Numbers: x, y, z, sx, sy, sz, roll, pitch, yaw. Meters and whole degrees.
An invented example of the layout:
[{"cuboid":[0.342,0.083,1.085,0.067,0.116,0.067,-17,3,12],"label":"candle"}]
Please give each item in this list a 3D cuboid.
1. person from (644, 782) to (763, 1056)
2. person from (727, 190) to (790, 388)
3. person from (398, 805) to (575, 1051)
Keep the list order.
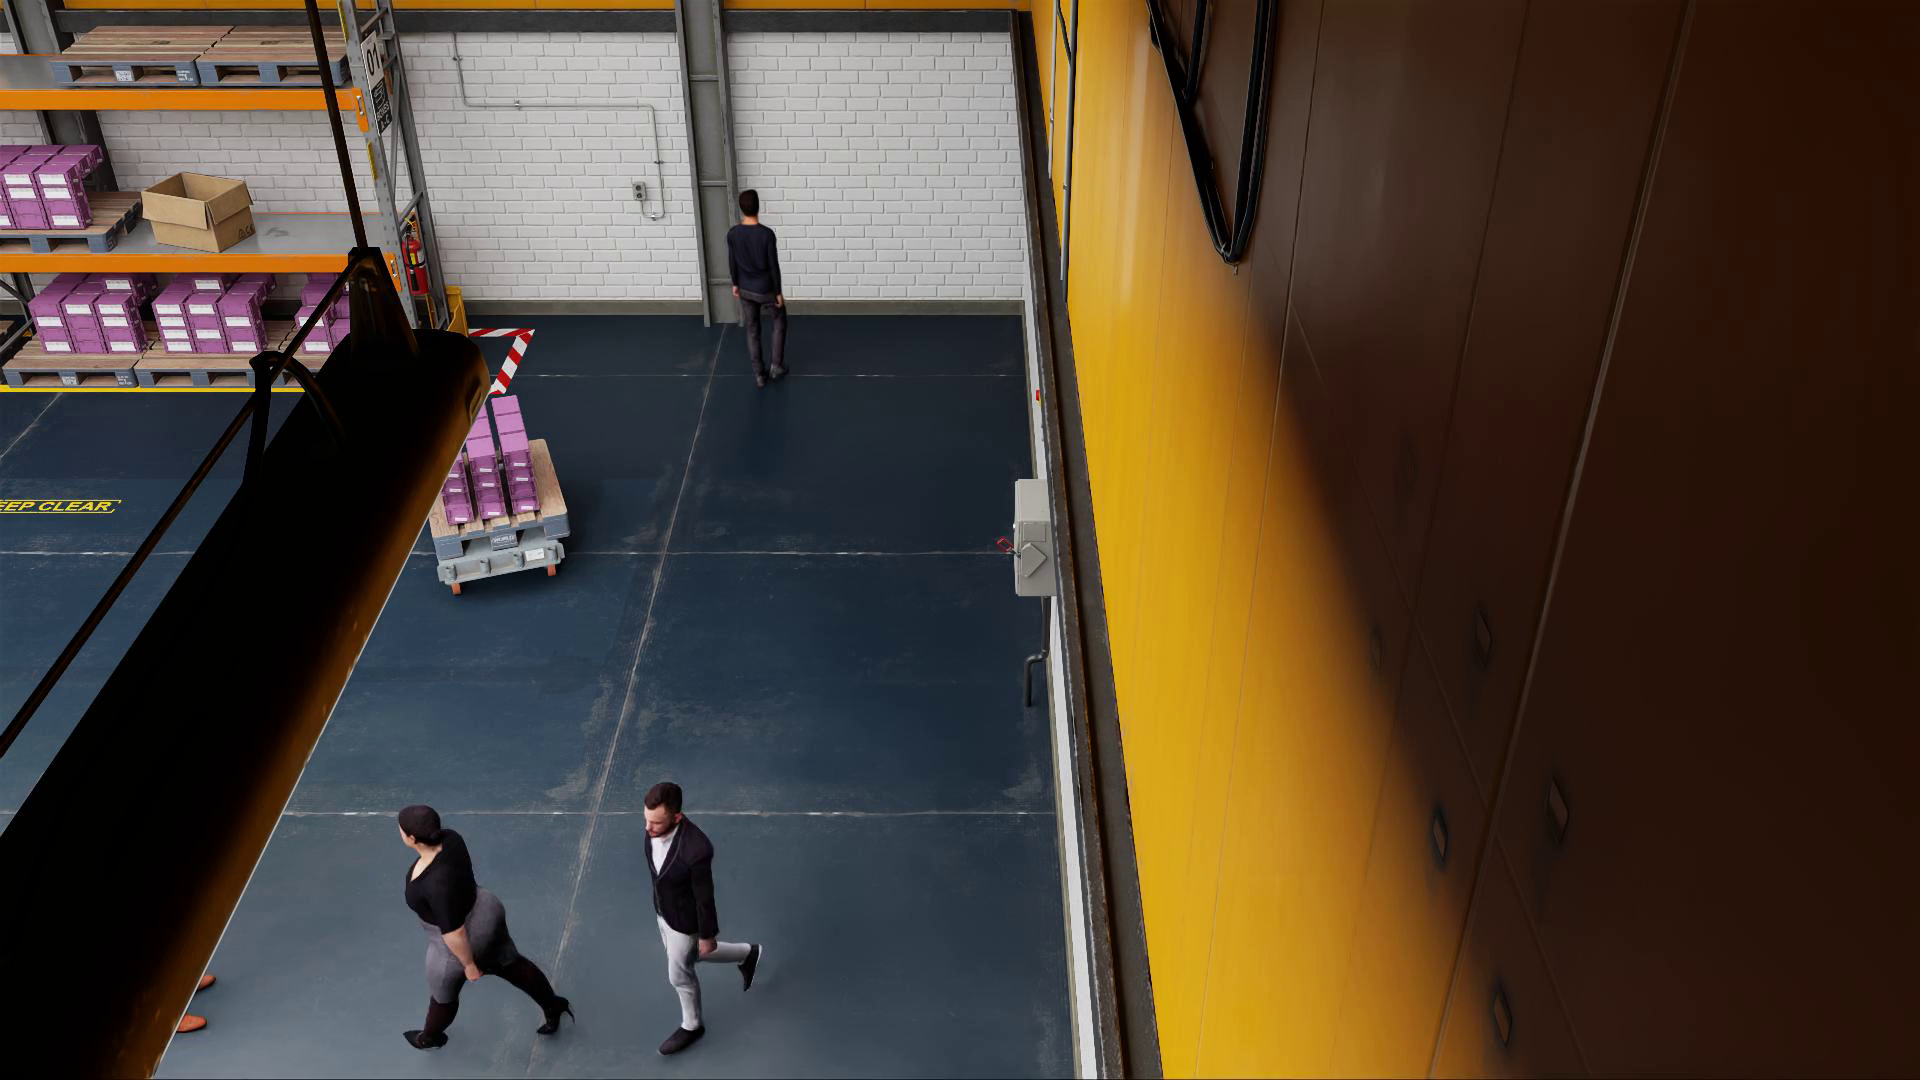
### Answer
[{"cuboid":[-1.390,1.935,8.831,1.120,1.818,1.034,-26,41,-33],"label":"person"},{"cuboid":[-1.848,-2.225,15.055,0.638,1.856,0.788,6,34,10],"label":"person"},{"cuboid":[-2.473,2.083,8.720,1.121,1.693,0.698,-4,34,-6],"label":"person"}]
